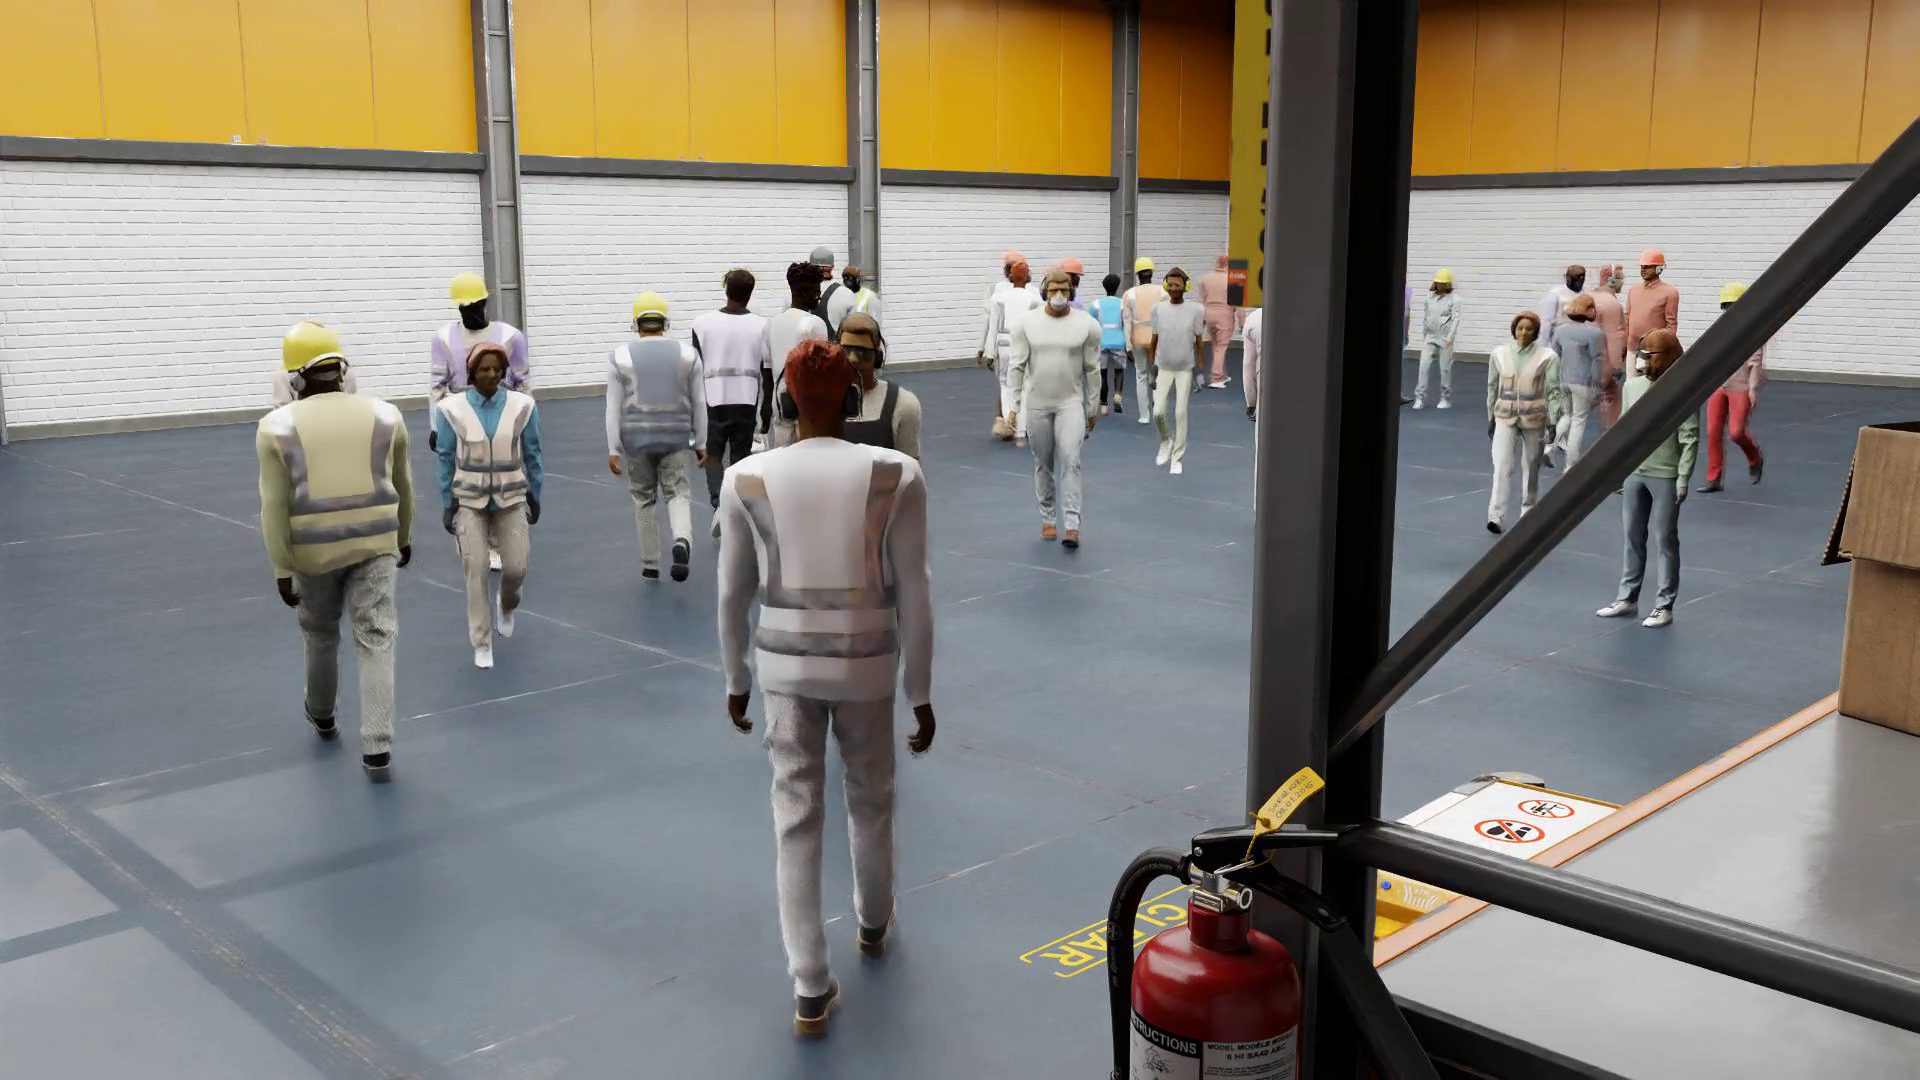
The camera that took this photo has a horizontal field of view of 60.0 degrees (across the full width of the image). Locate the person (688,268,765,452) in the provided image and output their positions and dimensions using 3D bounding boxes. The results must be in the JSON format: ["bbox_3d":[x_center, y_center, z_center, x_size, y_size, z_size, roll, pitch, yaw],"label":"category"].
[{"bbox_3d":[-2.237,-1.713,16.127,0.536,1.811,0.921,9,14,40],"label":"person"}]

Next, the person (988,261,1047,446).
[{"bbox_3d":[0.604,-1.894,16.927,0.617,1.868,0.514,1,10,8],"label":"person"}]

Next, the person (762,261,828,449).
[{"bbox_3d":[-1.056,-0.878,11.154,0.600,1.959,0.375,10,15,44],"label":"person"}]

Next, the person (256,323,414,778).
[{"bbox_3d":[-2.516,0.017,6.745,0.599,1.772,0.957,-5,12,-27],"label":"person"}]

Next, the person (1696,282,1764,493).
[{"bbox_3d":[6.433,-1.254,13.775,0.529,1.749,0.533,-6,12,-29],"label":"person"}]

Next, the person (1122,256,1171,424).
[{"bbox_3d":[2.110,-2.212,18.597,0.607,1.897,0.676,1,10,3],"label":"person"}]

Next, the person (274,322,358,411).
[{"bbox_3d":[-4.103,-0.607,10.672,0.531,1.599,0.796,-4,11,-19],"label":"person"}]

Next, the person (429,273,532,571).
[{"bbox_3d":[-3.072,-0.737,10.594,0.614,1.888,0.832,0,10,-1],"label":"person"}]

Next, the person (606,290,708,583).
[{"bbox_3d":[-1.818,-0.596,10.042,0.606,1.810,0.631,-3,11,-18],"label":"person"}]

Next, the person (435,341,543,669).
[{"bbox_3d":[-2.353,-0.189,8.332,0.510,1.625,0.471,-4,11,-20],"label":"person"}]

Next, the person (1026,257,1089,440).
[{"bbox_3d":[1.012,-1.950,17.130,0.767,1.910,0.557,-9,14,-39],"label":"person"}]

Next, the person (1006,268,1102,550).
[{"bbox_3d":[0.635,-0.884,11.343,0.646,1.894,0.955,1,10,7],"label":"person"}]

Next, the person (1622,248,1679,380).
[{"bbox_3d":[7.048,-1.984,17.088,0.377,1.995,0.608,-6,12,-31],"label":"person"}]

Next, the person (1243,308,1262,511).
[{"bbox_3d":[2.379,-1.026,12.105,0.643,1.908,0.410,4,11,20],"label":"person"}]

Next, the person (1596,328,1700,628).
[{"bbox_3d":[3.788,-0.340,9.110,0.287,1.631,0.501,-5,12,-27],"label":"person"}]

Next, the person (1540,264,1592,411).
[{"bbox_3d":[7.035,-2.315,19.408,0.672,1.811,0.727,-3,11,-14],"label":"person"}]

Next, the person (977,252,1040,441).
[{"bbox_3d":[0.550,-2.054,17.605,0.672,1.965,1.141,5,12,26],"label":"person"}]

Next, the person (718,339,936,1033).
[{"bbox_3d":[-0.365,0.369,4.703,0.601,1.834,0.949,0,10,1],"label":"person"}]

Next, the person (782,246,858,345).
[{"bbox_3d":[-1.258,-1.661,15.200,0.684,2.000,0.535,0,10,1],"label":"person"}]

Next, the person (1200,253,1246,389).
[{"bbox_3d":[3.749,-3.076,23.380,0.673,1.870,0.898,9,14,41],"label":"person"}]

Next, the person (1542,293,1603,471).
[{"bbox_3d":[5.501,-1.384,14.853,0.368,1.623,0.501,-5,12,-27],"label":"person"}]

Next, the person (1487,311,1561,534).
[{"bbox_3d":[4.025,-0.836,11.916,0.531,1.585,0.907,6,12,29],"label":"person"}]

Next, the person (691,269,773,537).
[{"bbox_3d":[-1.585,-0.923,11.569,0.633,1.894,0.453,-2,11,-12],"label":"person"}]

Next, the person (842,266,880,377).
[{"bbox_3d":[-1.205,-2.165,18.637,0.654,1.787,0.977,5,12,26],"label":"person"}]

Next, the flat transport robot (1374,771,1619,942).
[{"bbox_3d":[1.718,1.040,5.298,0.652,0.197,1.431,9,14,41],"label":"flat transport robot"}]

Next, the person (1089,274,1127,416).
[{"bbox_3d":[1.768,-2.306,19.693,0.532,1.677,0.364,1,10,4],"label":"person"}]

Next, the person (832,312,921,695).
[{"bbox_3d":[-0.390,-0.032,6.915,0.519,1.832,0.495,1,10,7],"label":"person"}]

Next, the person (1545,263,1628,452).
[{"bbox_3d":[6.281,-1.782,16.349,0.955,1.868,0.655,1,10,5],"label":"person"}]

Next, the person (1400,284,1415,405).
[{"bbox_3d":[5.413,-2.546,20.693,0.772,1.798,0.403,-5,12,-27],"label":"person"}]

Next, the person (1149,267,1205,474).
[{"bbox_3d":[1.953,-1.520,14.954,0.514,1.858,0.435,3,11,14],"label":"person"}]

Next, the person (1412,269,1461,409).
[{"bbox_3d":[5.902,-2.459,20.433,0.507,1.715,0.566,9,14,41],"label":"person"}]
